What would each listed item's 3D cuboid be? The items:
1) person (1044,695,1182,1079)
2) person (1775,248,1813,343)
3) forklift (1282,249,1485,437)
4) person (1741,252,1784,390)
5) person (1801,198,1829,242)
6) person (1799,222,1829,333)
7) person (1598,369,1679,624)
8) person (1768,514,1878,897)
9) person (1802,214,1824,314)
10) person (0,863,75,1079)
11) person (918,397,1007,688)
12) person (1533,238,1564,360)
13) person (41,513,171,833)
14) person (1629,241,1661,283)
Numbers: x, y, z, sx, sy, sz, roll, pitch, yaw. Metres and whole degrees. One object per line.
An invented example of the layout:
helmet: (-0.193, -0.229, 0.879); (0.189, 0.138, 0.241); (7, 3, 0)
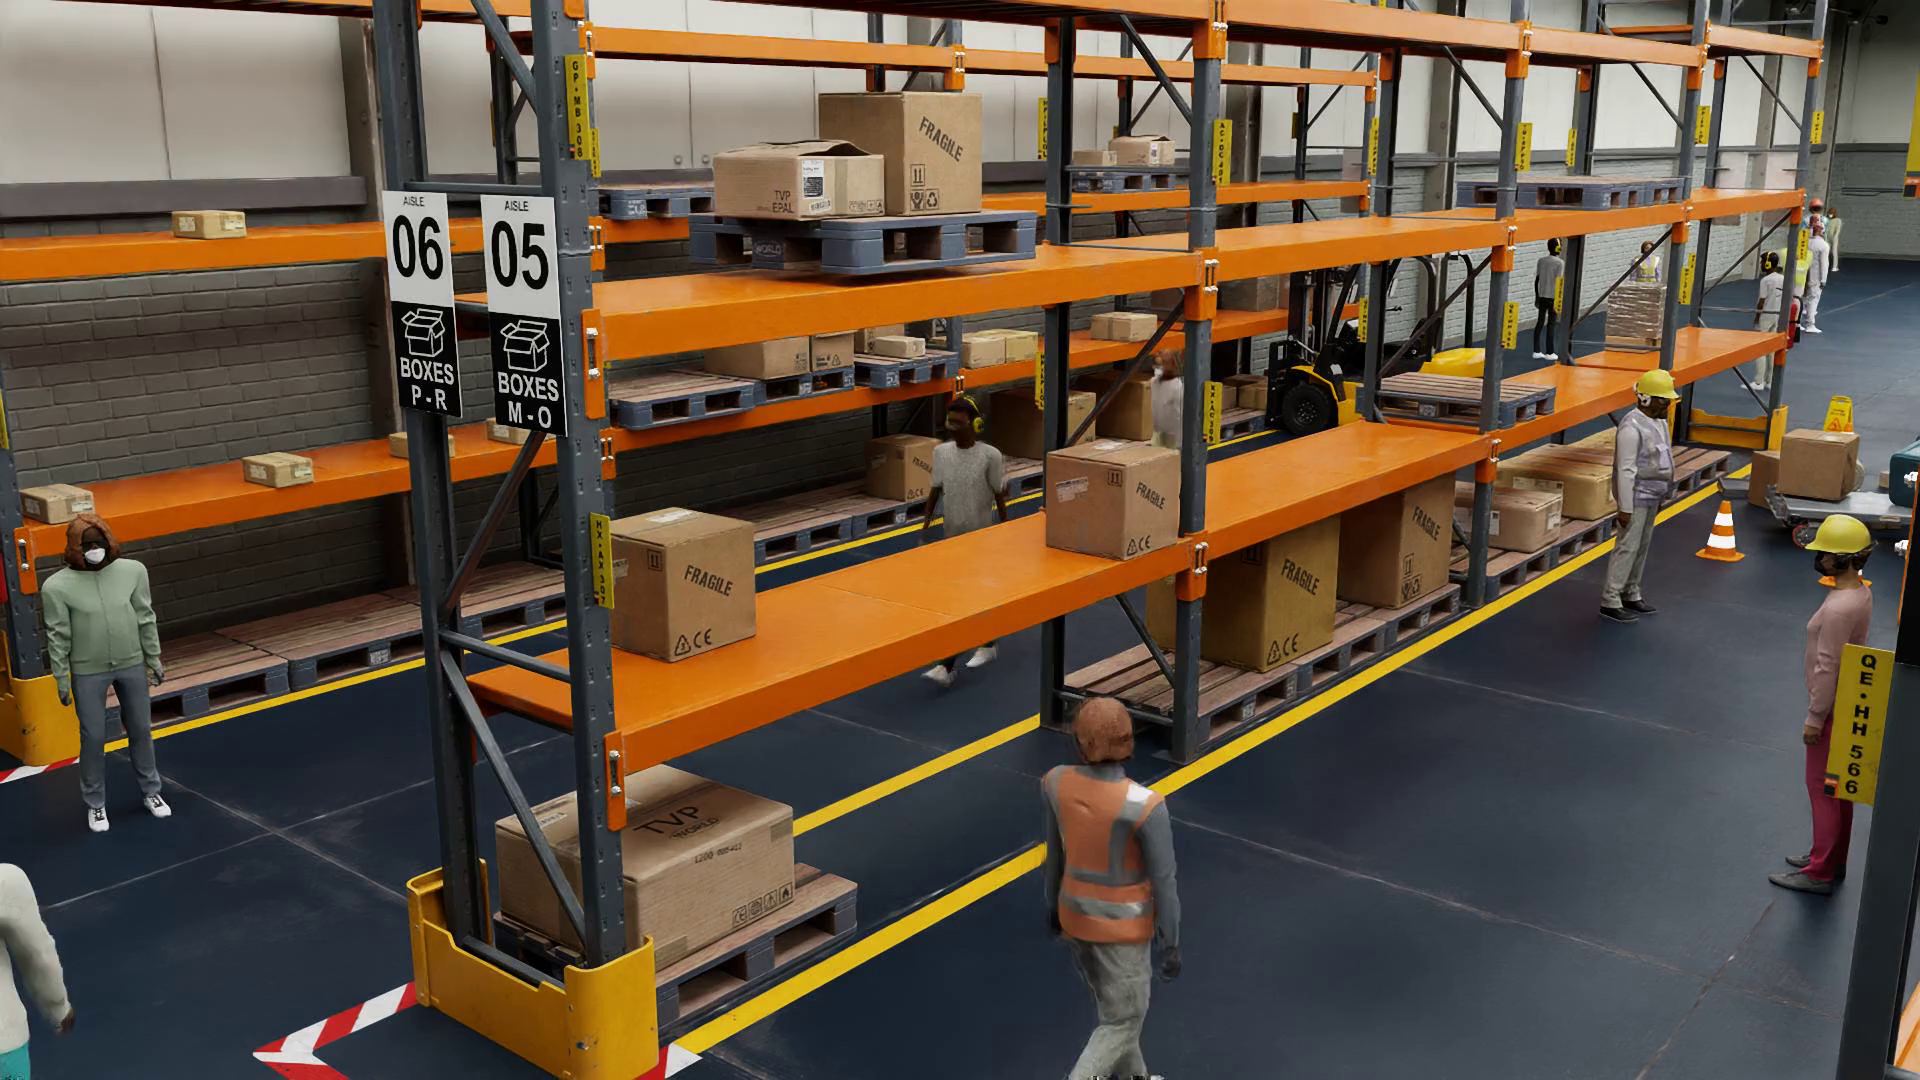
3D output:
person: (0.492, 1.309, 5.642); (0.732, 1.603, 0.554); (-13, 19, -43)
person: (13.848, -4.226, 27.699); (0.578, 1.832, 0.605); (1, 14, 2)
forklift: (4.886, -2.214, 18.767); (2.313, 2.155, 1.214); (11, 18, 38)
person: (10.901, -2.956, 22.487); (0.515, 1.859, 0.337); (-9, 16, -32)
person: (18.417, -6.373, 36.034); (0.642, 2.030, 0.436); (2, 14, 7)
person: (14.862, -4.569, 28.980); (0.395, 1.899, 0.641); (-4, 14, -16)
person: (4.836, -0.311, 11.804); (0.403, 1.819, 0.594); (12, 18, 40)
person: (3.963, 0.749, 7.608); (0.337, 1.757, 0.518); (10, 17, 34)
person: (16.296, -5.285, 31.892); (0.399, 1.900, 0.645); (-4, 14, -14)
person: (-2.890, 1.448, 4.803); (0.539, 1.738, 0.709); (-4, 14, -15)
person: (-0.008, 0.001, 10.517); (0.551, 1.815, 0.964); (9, 16, 32)
person: (9.029, -3.697, 25.491); (0.335, 1.865, 0.519); (-8, 16, -29)
person: (-4.251, 0.651, 8.288); (0.502, 1.622, 0.295); (-13, 19, -42)
person: (11.643, -4.274, 28.319); (0.511, 1.631, 0.310); (0, 14, -1)
